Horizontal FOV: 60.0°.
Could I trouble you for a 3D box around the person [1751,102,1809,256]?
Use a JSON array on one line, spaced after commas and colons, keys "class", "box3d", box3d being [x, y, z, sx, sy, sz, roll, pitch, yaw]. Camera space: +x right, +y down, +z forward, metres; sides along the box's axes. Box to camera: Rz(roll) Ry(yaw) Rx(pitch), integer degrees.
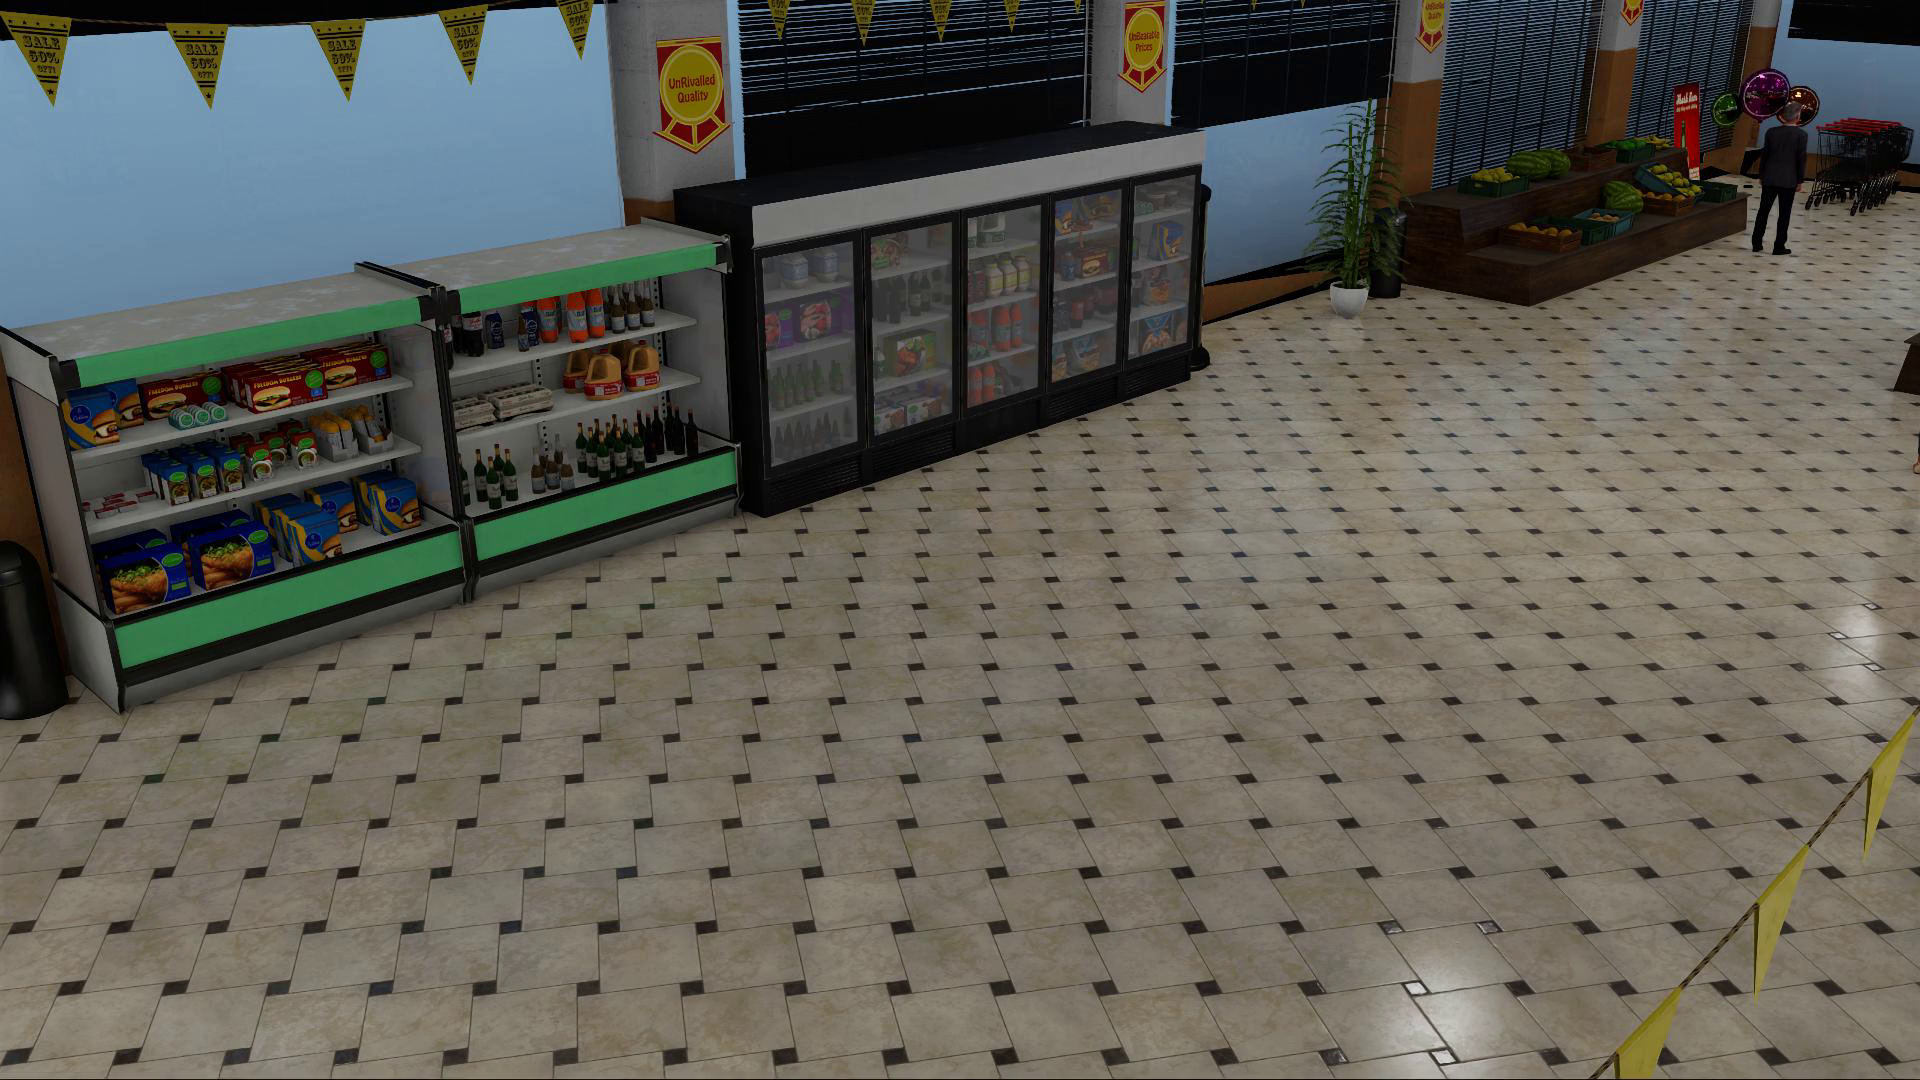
[{"class": "person", "box3d": [10.126, -4.463, 20.510, 0.590, 1.842, 0.709, -19, 29, -39]}]
